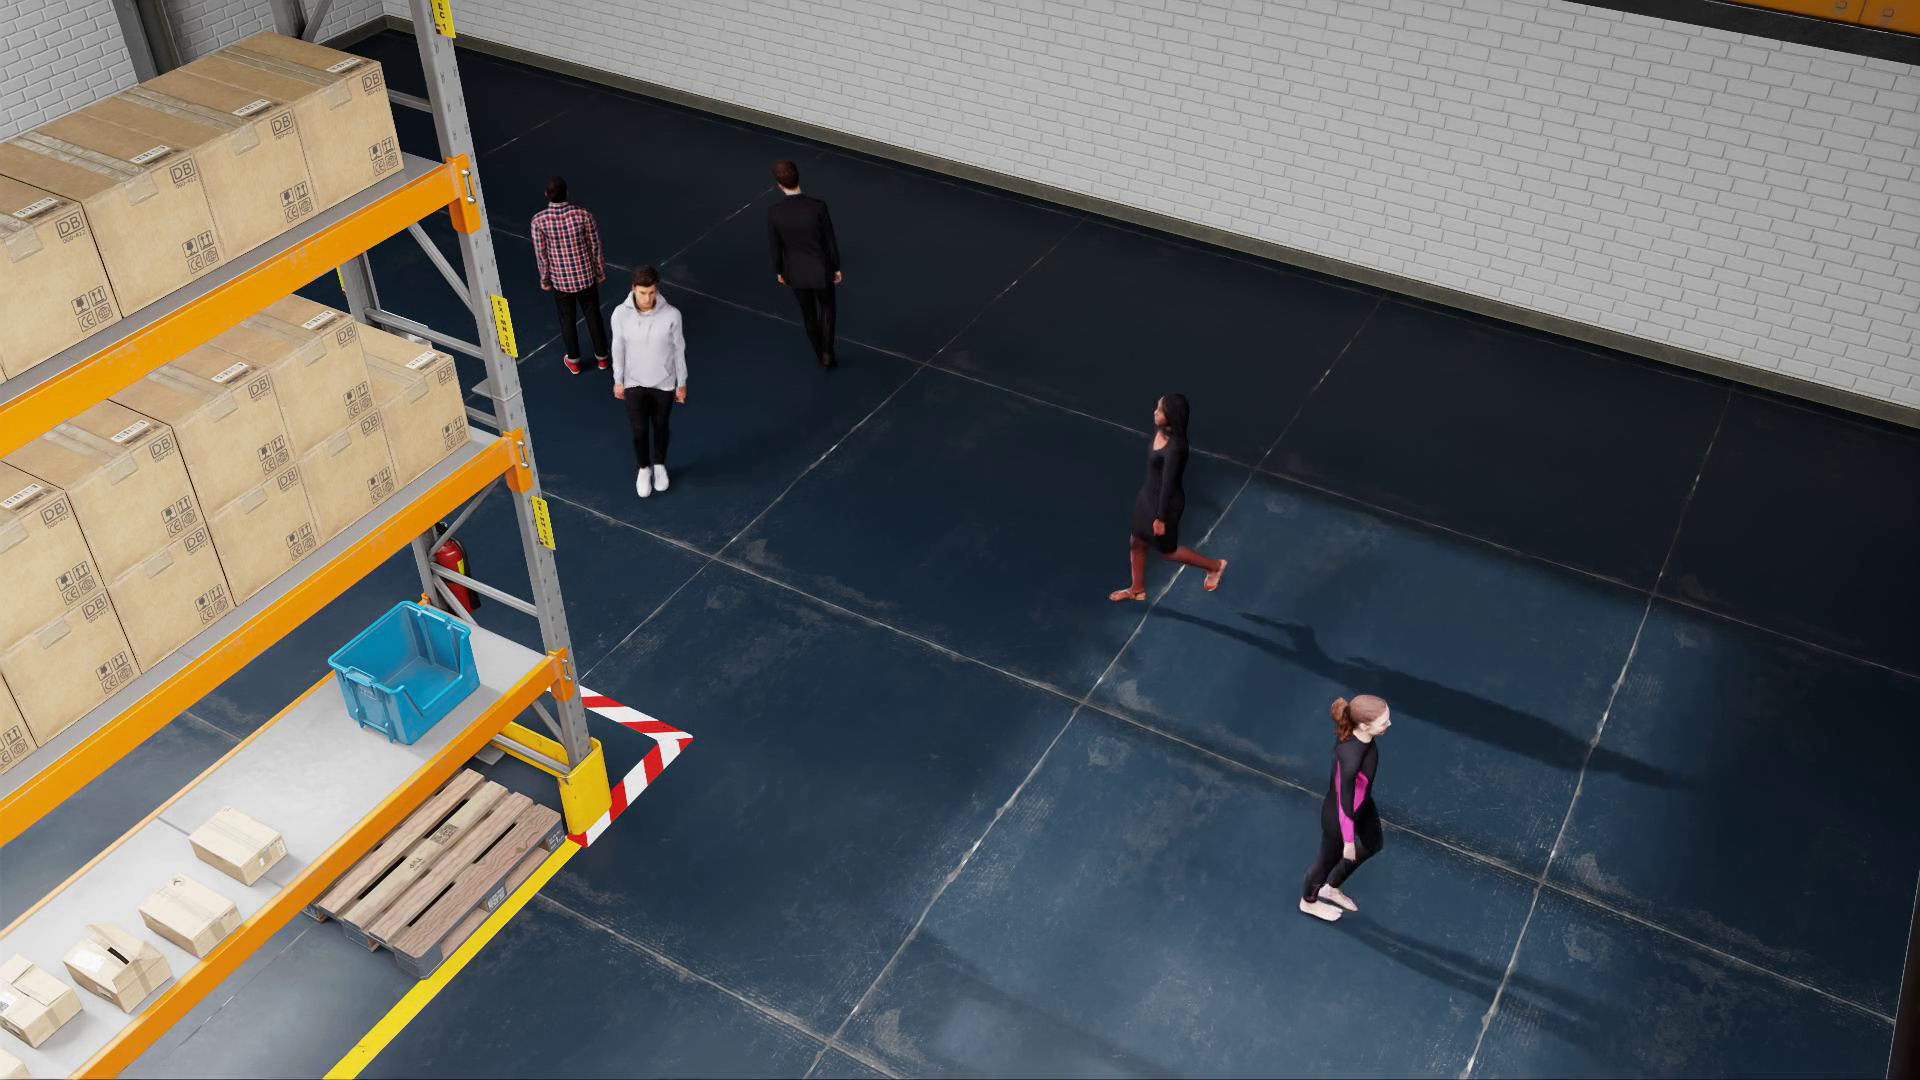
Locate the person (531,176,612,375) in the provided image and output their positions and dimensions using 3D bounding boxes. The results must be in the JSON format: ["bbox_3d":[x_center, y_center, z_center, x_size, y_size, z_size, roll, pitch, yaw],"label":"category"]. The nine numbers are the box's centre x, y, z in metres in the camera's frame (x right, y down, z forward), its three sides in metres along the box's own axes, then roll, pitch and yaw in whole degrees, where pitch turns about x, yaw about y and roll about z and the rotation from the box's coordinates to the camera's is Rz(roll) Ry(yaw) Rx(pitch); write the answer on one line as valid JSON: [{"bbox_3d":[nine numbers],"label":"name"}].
[{"bbox_3d":[-3.152,-2.161,13.525,0.772,1.760,0.838,-10,40,-13],"label":"person"}]

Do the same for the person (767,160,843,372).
[{"bbox_3d":[-1.230,-2.132,13.407,0.922,1.861,0.975,0,39,0],"label":"person"}]

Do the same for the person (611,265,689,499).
[{"bbox_3d":[-2.286,-1.232,12.247,0.822,1.904,0.878,-7,39,-9],"label":"person"}]

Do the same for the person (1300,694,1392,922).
[{"bbox_3d":[2.006,1.454,9.019,0.693,1.735,0.611,14,41,17],"label":"person"}]

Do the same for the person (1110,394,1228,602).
[{"bbox_3d":[1.436,-0.231,11.161,1.062,1.694,1.040,-6,39,-7],"label":"person"}]
